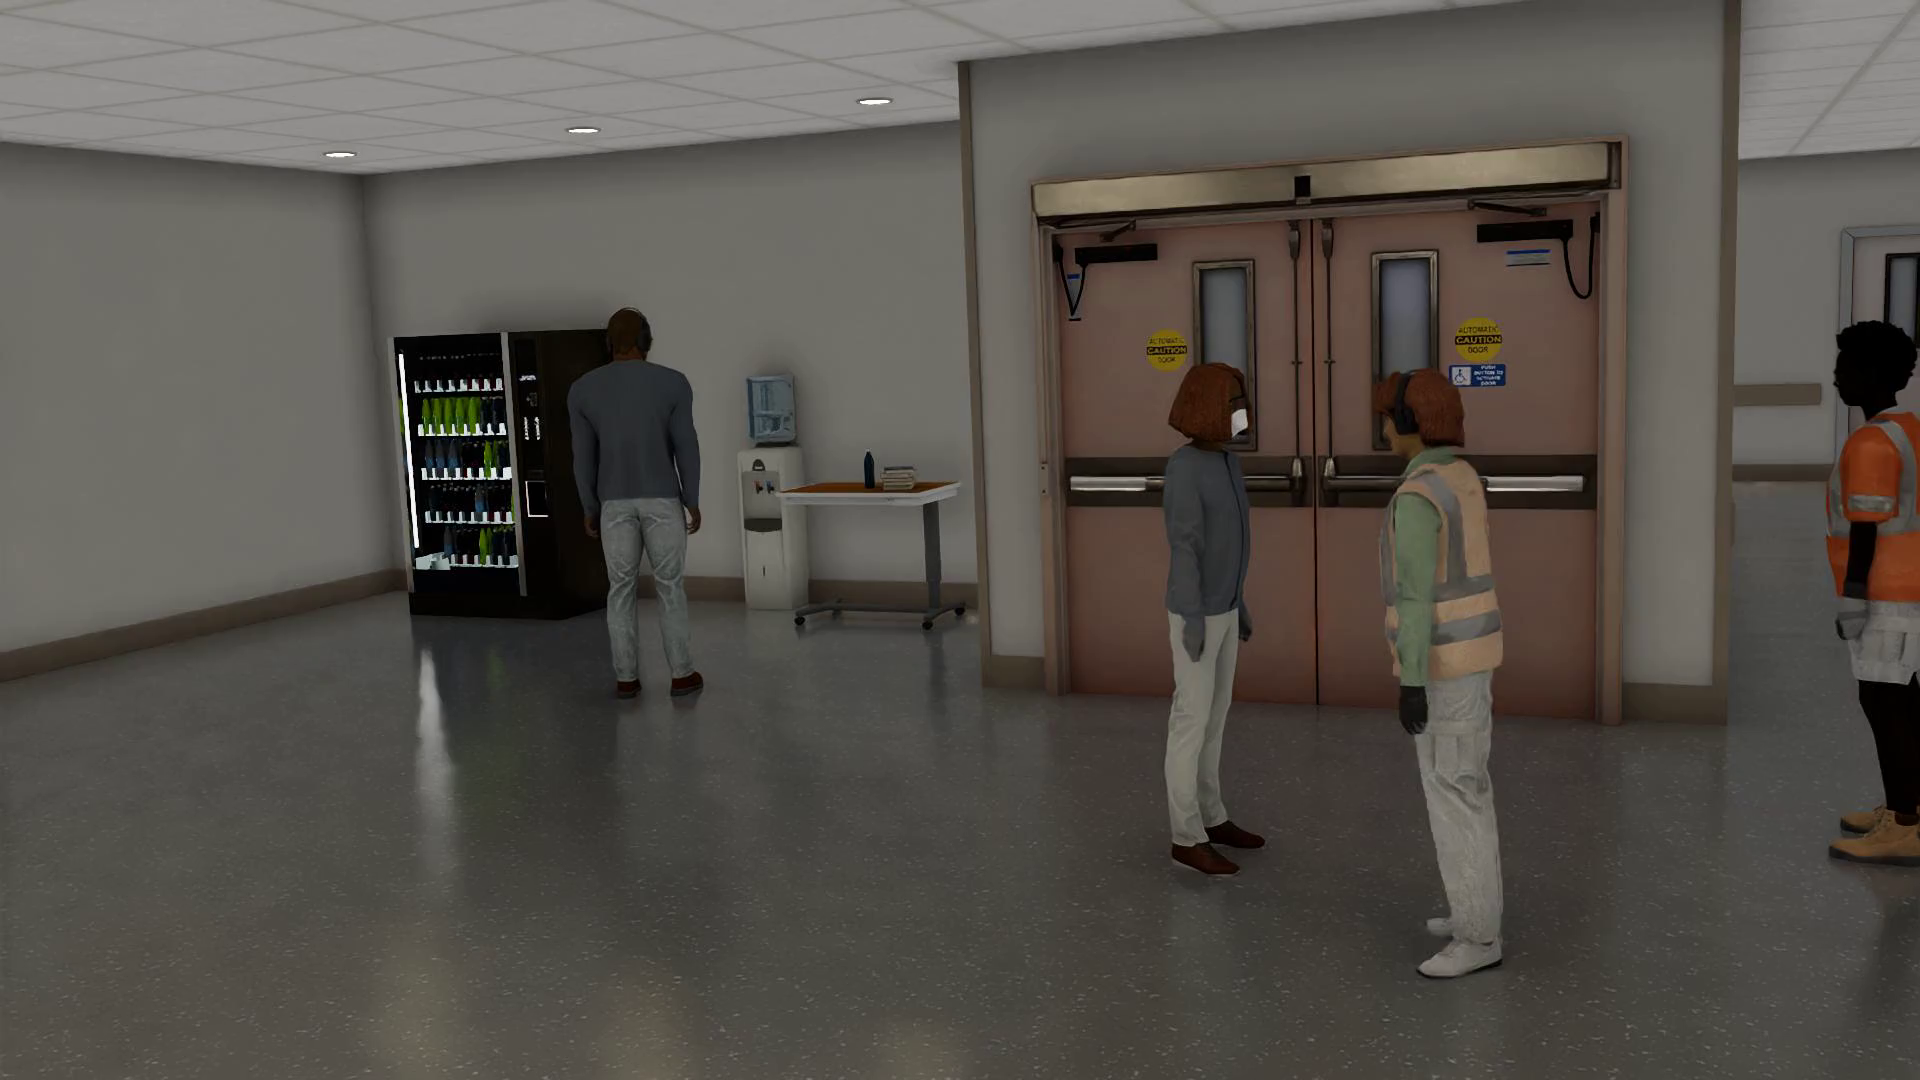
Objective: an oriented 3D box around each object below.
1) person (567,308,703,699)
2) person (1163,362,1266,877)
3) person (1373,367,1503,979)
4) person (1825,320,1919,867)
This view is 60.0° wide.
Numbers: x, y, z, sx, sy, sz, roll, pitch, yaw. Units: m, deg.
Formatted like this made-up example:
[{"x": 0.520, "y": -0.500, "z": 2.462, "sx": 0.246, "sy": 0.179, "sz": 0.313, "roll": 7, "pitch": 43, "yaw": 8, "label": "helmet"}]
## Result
[{"x": -1.584, "y": -0.175, "z": 8.228, "sx": 0.627, "sy": 1.934, "sz": 0.370, "roll": -2, "pitch": 7, "yaw": 0, "label": "person"}, {"x": 0.819, "y": 0.244, "z": 5.396, "sx": 0.281, "sy": 1.634, "sz": 0.498, "roll": 2, "pitch": 8, "yaw": 29, "label": "person"}, {"x": 1.297, "y": 0.348, "z": 4.490, "sx": 0.347, "sy": 1.626, "sz": 0.559, "roll": 3, "pitch": 9, "yaw": 33, "label": "person"}, {"x": 2.898, "y": 0.158, "z": 5.228, "sx": 0.322, "sy": 1.689, "sz": 0.536, "roll": 3, "pitch": 9, "yaw": 37, "label": "person"}]
